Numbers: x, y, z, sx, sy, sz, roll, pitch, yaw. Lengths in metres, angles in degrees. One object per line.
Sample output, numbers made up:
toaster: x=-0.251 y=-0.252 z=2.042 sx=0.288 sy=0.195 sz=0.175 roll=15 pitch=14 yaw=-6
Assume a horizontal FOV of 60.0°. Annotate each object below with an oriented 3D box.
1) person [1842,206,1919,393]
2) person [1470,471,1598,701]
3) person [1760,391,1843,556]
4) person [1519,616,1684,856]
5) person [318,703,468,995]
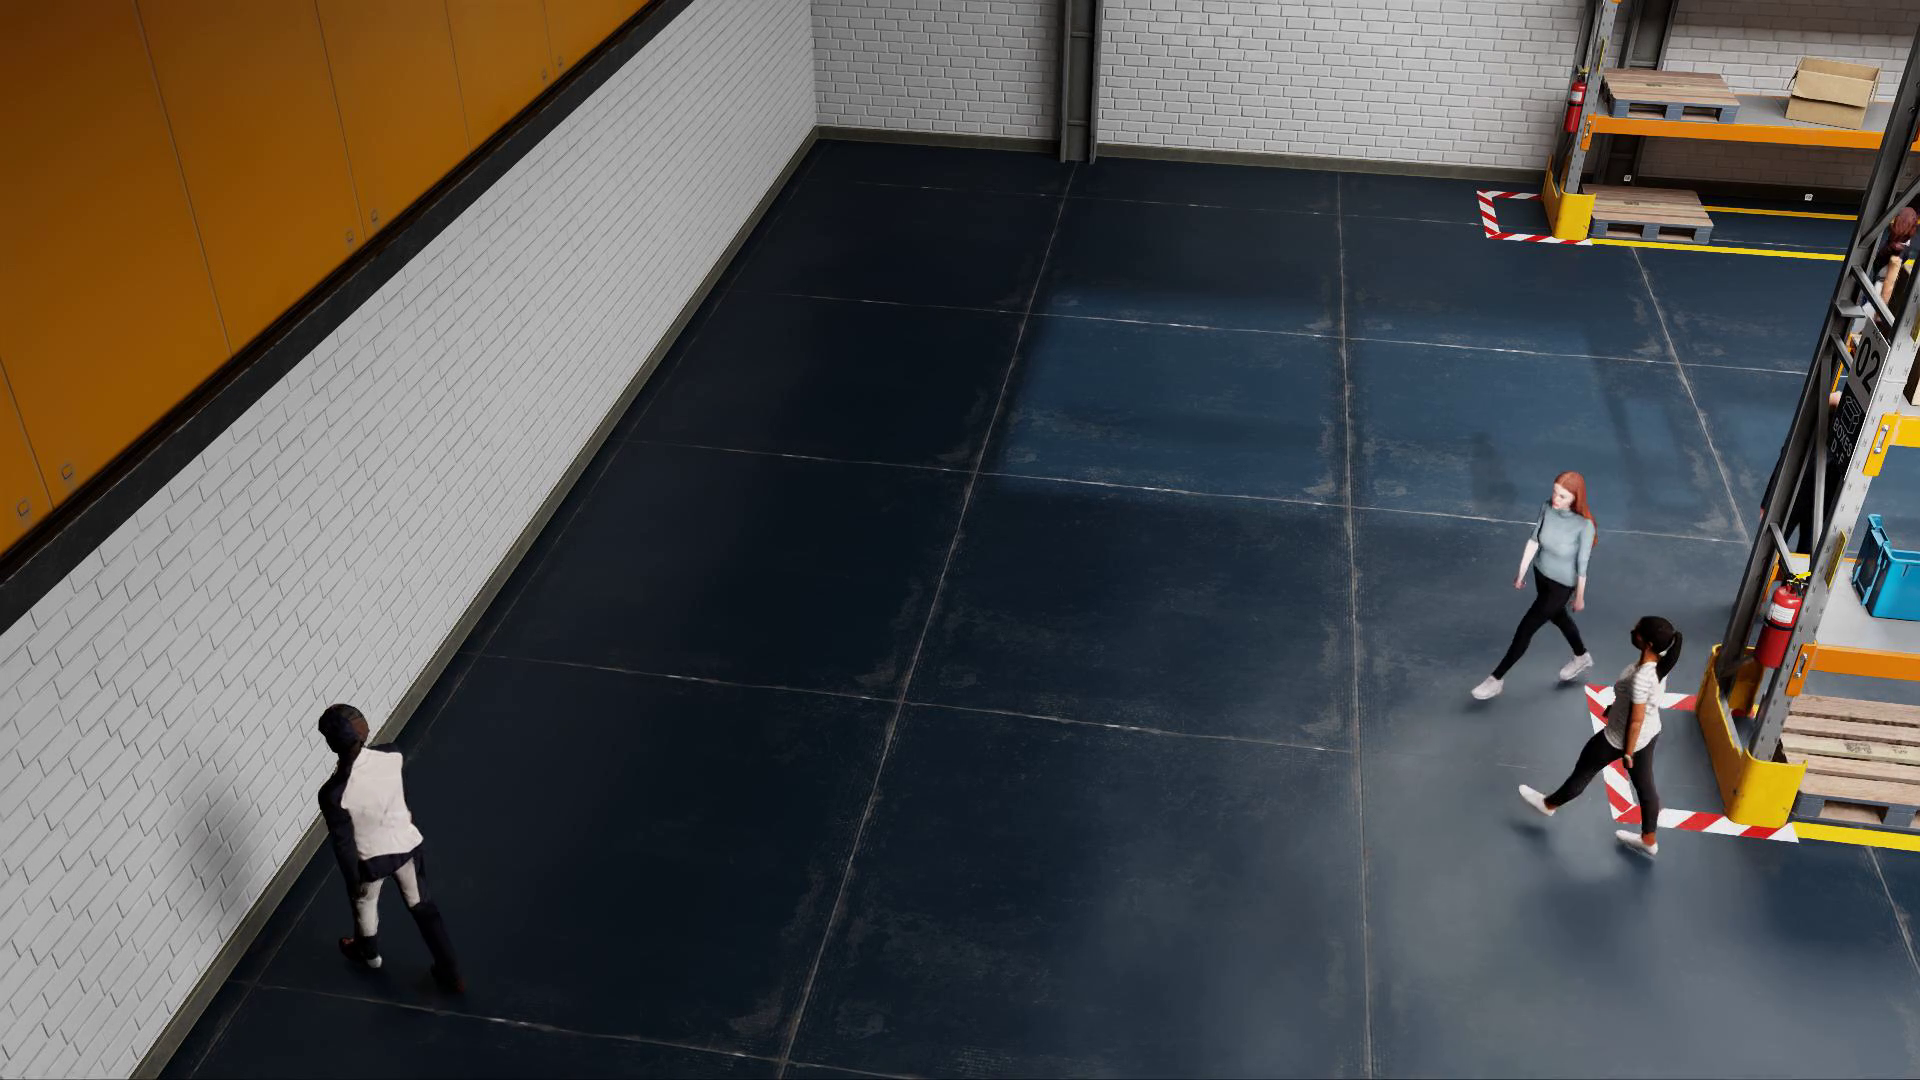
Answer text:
person: x=7.852 y=-1.946 z=14.068 sx=0.759 sy=1.781 sz=0.718 roll=24 pitch=41 yaw=32
person: x=3.914 y=0.288 z=10.786 sx=1.221 sy=1.693 sz=0.990 roll=-13 pitch=36 yaw=-19
person: x=5.856 y=-0.251 z=11.504 sx=0.603 sy=1.795 sz=0.828 roll=12 pitch=36 yaw=18
person: x=3.939 y=1.159 z=9.561 sx=1.125 sy=1.599 sz=0.931 roll=26 pitch=42 yaw=34
person: x=-2.925 y=1.636 z=8.607 sx=1.185 sy=1.860 sz=1.008 roll=24 pitch=40 yaw=31
